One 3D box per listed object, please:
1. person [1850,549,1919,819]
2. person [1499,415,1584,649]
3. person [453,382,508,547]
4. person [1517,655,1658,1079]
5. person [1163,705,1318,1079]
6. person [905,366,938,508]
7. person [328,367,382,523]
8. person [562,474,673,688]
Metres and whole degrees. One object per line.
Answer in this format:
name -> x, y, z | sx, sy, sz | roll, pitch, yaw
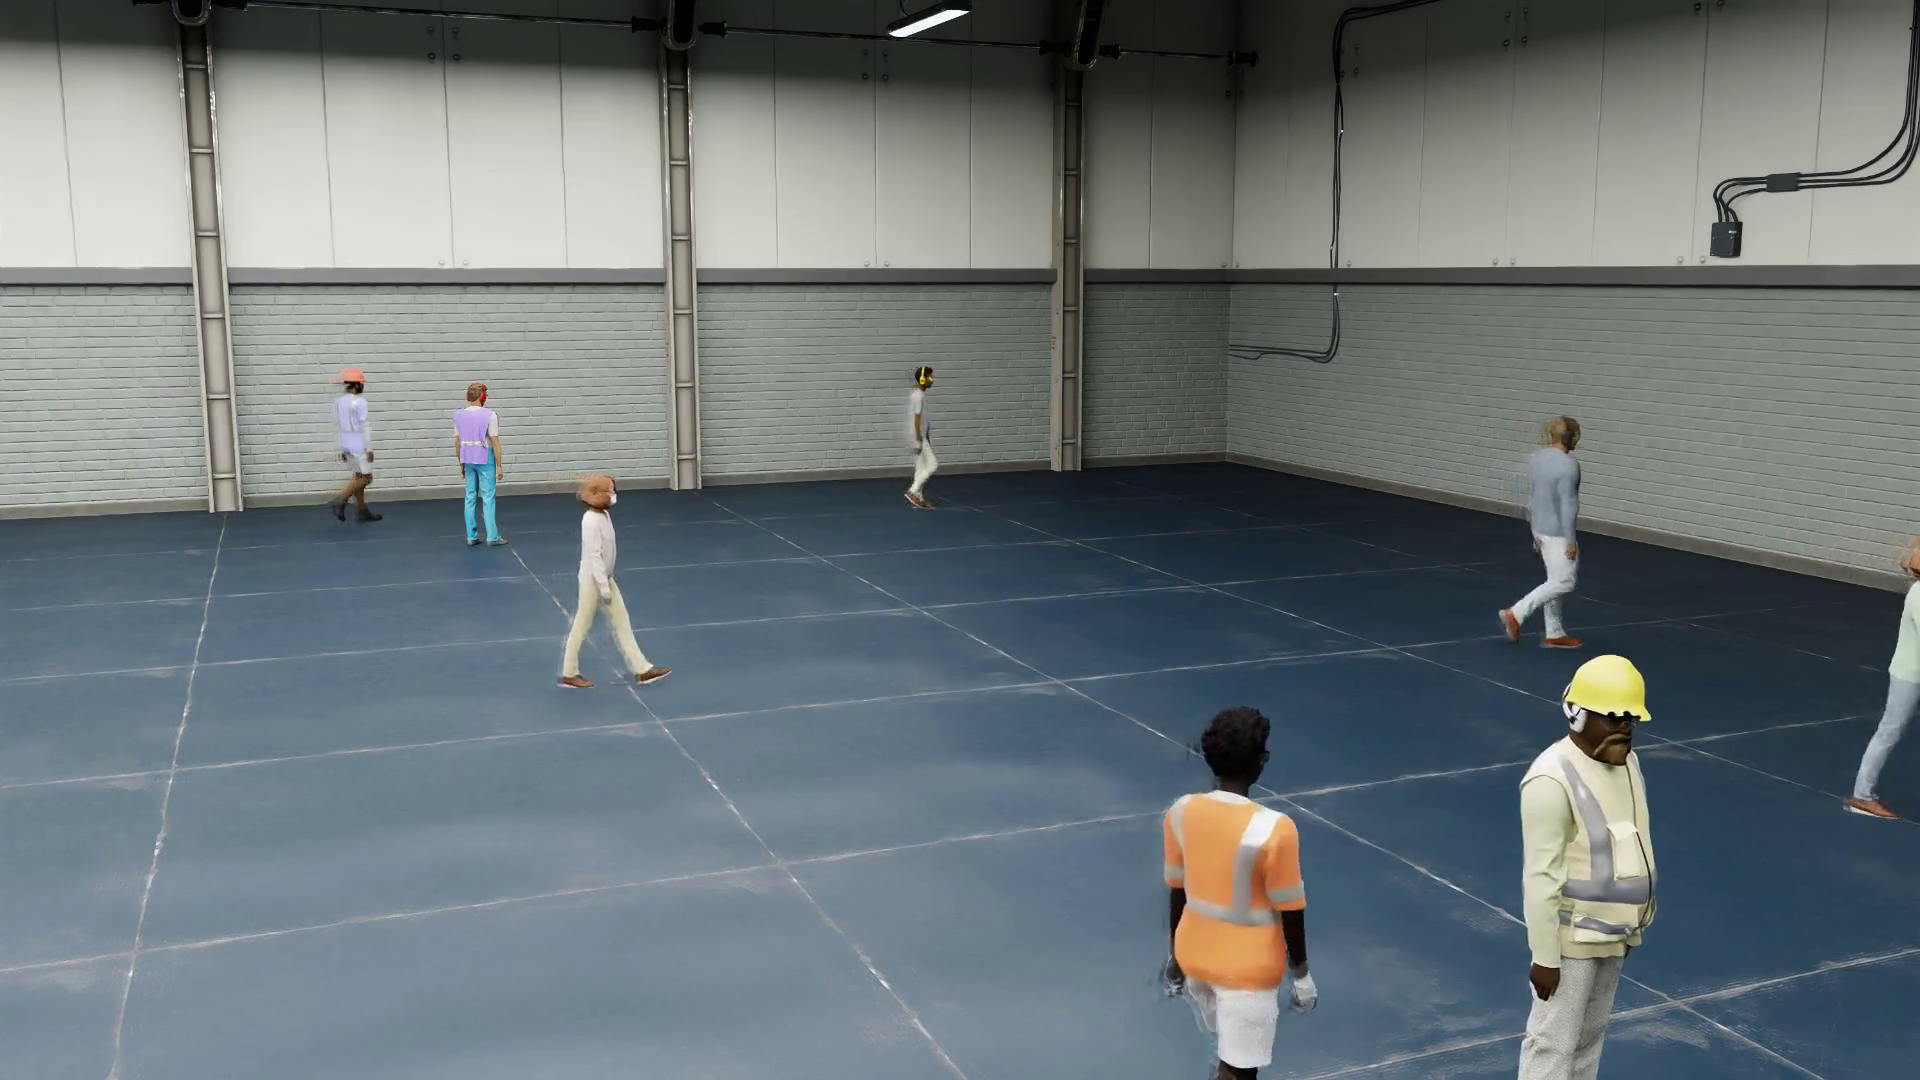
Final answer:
person -> 5.383, 0.789, 9.156 | 0.803, 1.601, 0.520 | 6, 11, 35
person -> 4.730, -0.047, 13.391 | 0.647, 1.920, 0.642 | 0, 9, -1
person -> -5.376, -0.836, 18.580 | 0.566, 1.843, 0.389 | 3, 9, 17
person -> 2.045, 1.265, 5.431 | 0.600, 1.828, 0.404 | -9, 13, -44
person -> 0.808, 1.363, 5.320 | 0.772, 1.670, 0.530 | -6, 11, -33
person -> -0.459, -1.318, 21.564 | 0.386, 1.855, 0.552 | 0, 9, -1
person -> -7.402, -1.136, 20.232 | 0.573, 1.922, 0.639 | 7, 12, 39
person -> -2.550, 0.315, 12.132 | 0.850, 1.584, 0.519 | 1, 9, 4
